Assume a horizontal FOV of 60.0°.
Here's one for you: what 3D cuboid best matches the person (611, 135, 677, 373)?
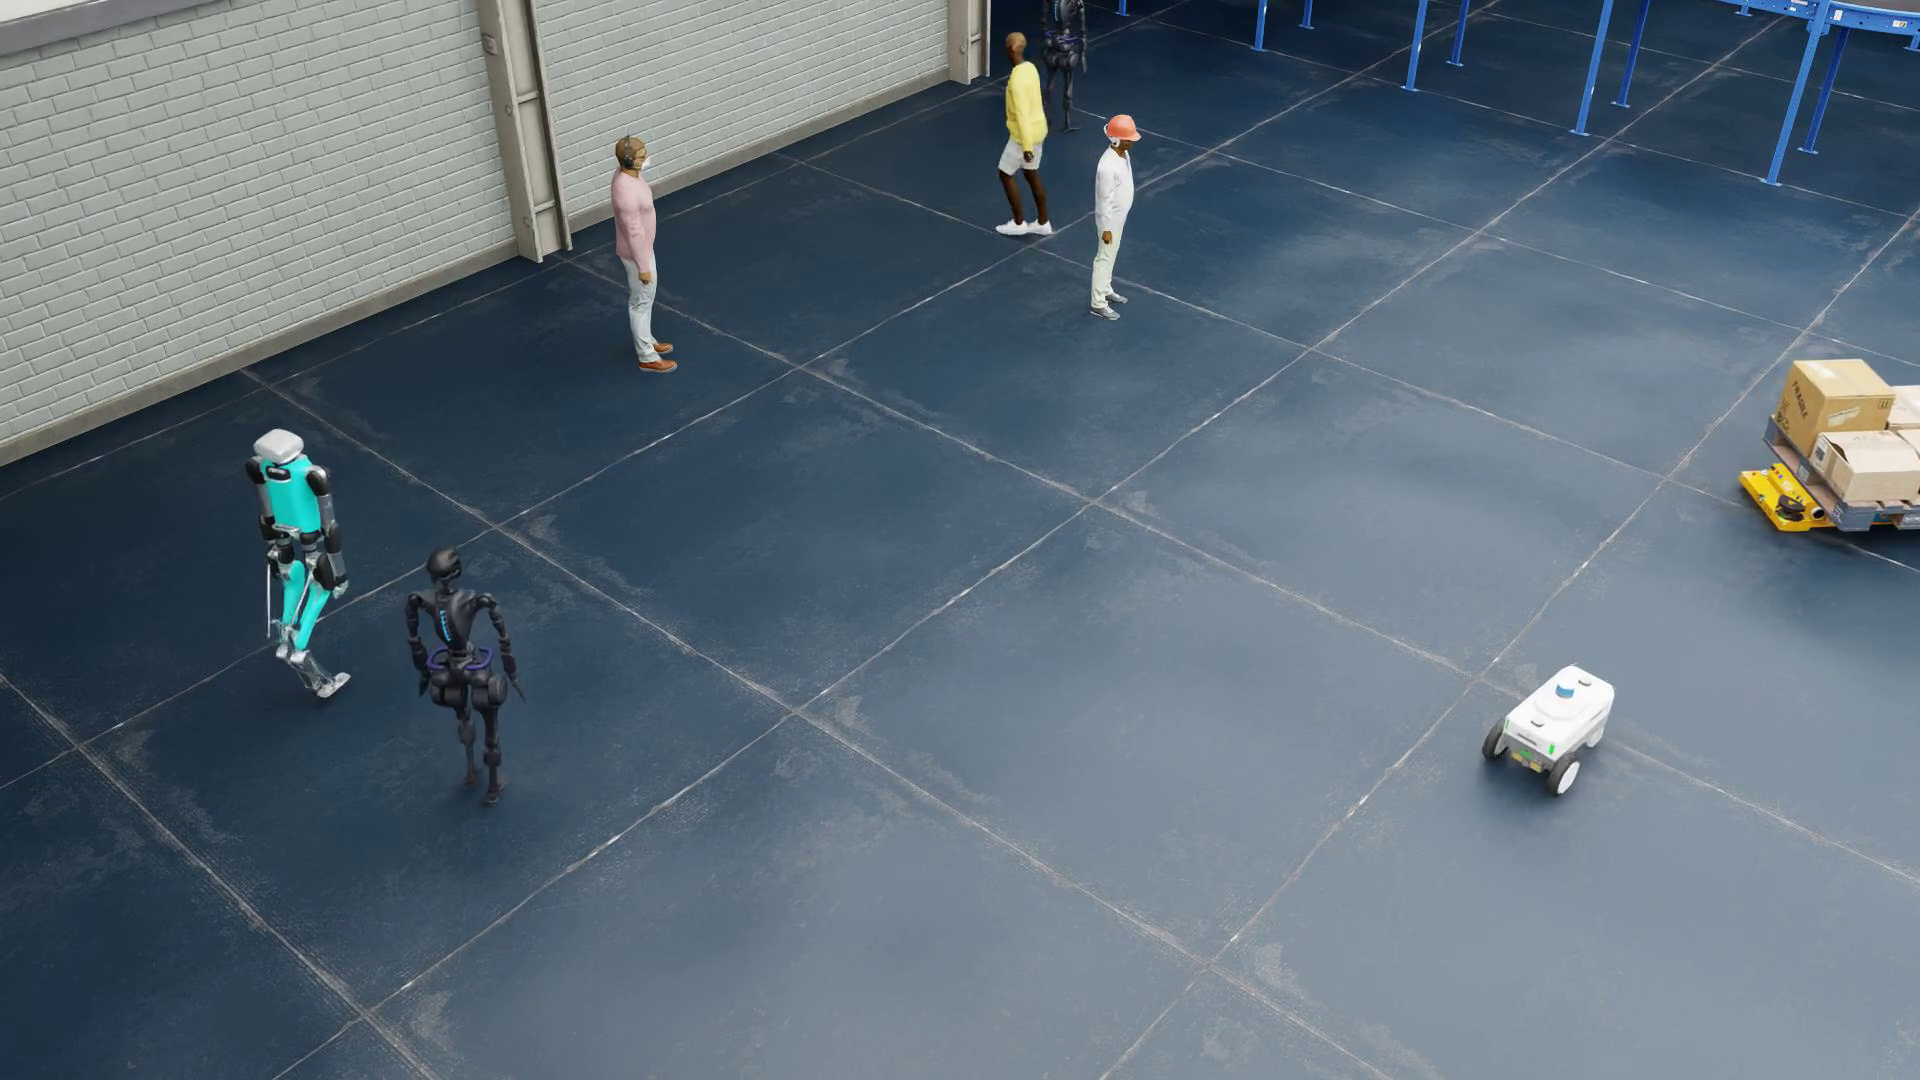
[{"bbox_3d":[-2.519,-2.259,13.121,0.372,1.940,0.626,-6,36,-9],"label":"person"}]

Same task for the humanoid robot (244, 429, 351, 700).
[{"bbox_3d":[-3.929,0.288,9.750,0.545,1.828,0.711,11,37,15],"label":"humanoid robot"}]

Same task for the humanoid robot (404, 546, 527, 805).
[{"bbox_3d":[-2.703,0.742,9.132,0.604,1.651,0.322,1,35,2],"label":"humanoid robot"}]

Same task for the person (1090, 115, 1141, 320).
[{"bbox_3d":[1.304,-2.721,13.928,0.342,1.748,0.571,10,37,14],"label":"person"}]

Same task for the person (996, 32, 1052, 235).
[{"bbox_3d":[0.603,-3.677,15.178,0.607,1.859,0.567,14,38,18],"label":"person"}]

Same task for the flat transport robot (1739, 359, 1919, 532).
[{"bbox_3d":[6.414,-0.339,11.864,1.431,0.231,0.659,-2,36,-3],"label":"flat transport robot"}]

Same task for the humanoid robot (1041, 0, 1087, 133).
[{"bbox_3d":[1.061,-5.112,17.339,0.599,1.657,0.315,27,43,32],"label":"humanoid robot"}]

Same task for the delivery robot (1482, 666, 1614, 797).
[{"bbox_3d":[3.464,1.054,9.653,0.765,0.585,0.499,-29,44,-34],"label":"delivery robot"}]
